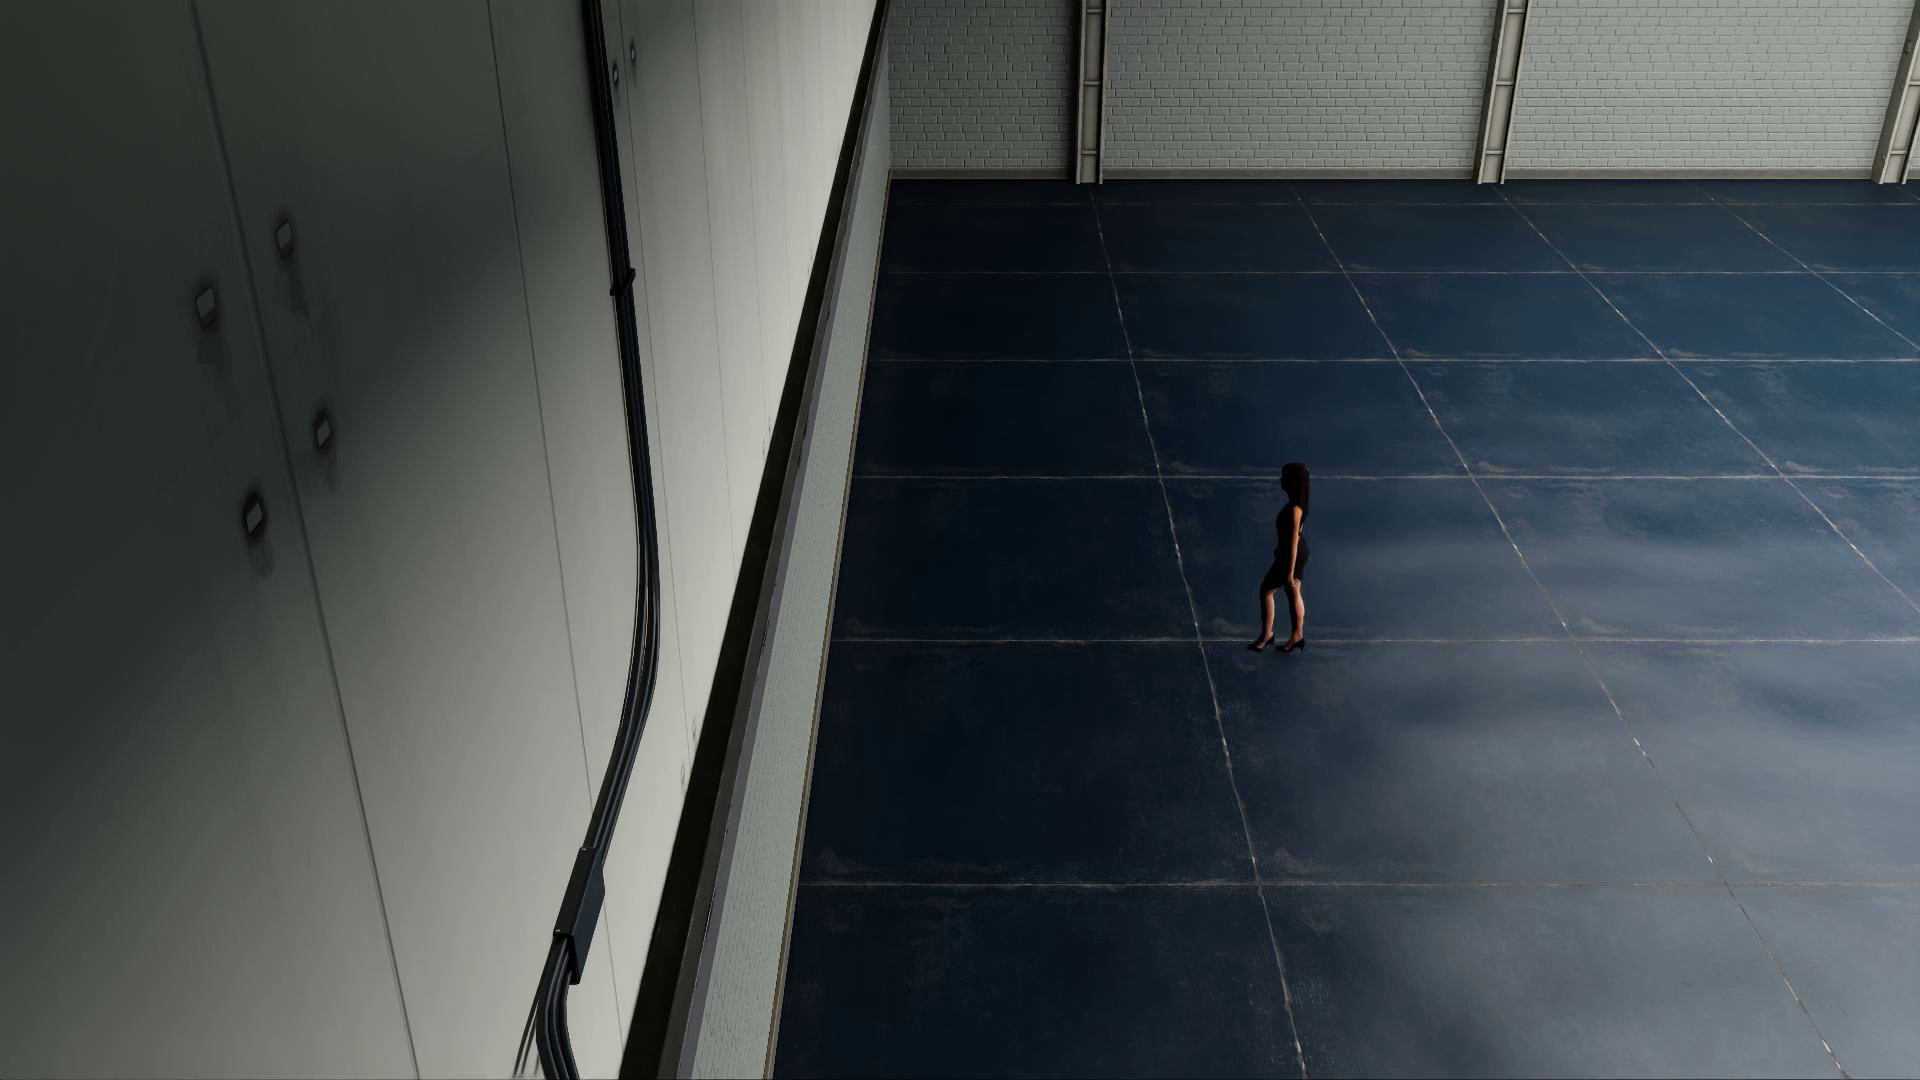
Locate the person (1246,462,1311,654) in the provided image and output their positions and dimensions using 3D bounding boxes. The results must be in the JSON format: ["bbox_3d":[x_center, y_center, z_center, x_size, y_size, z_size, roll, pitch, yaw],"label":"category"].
[{"bbox_3d":[2.617,0.181,12.768,0.751,1.632,0.683,8,29,14],"label":"person"}]
